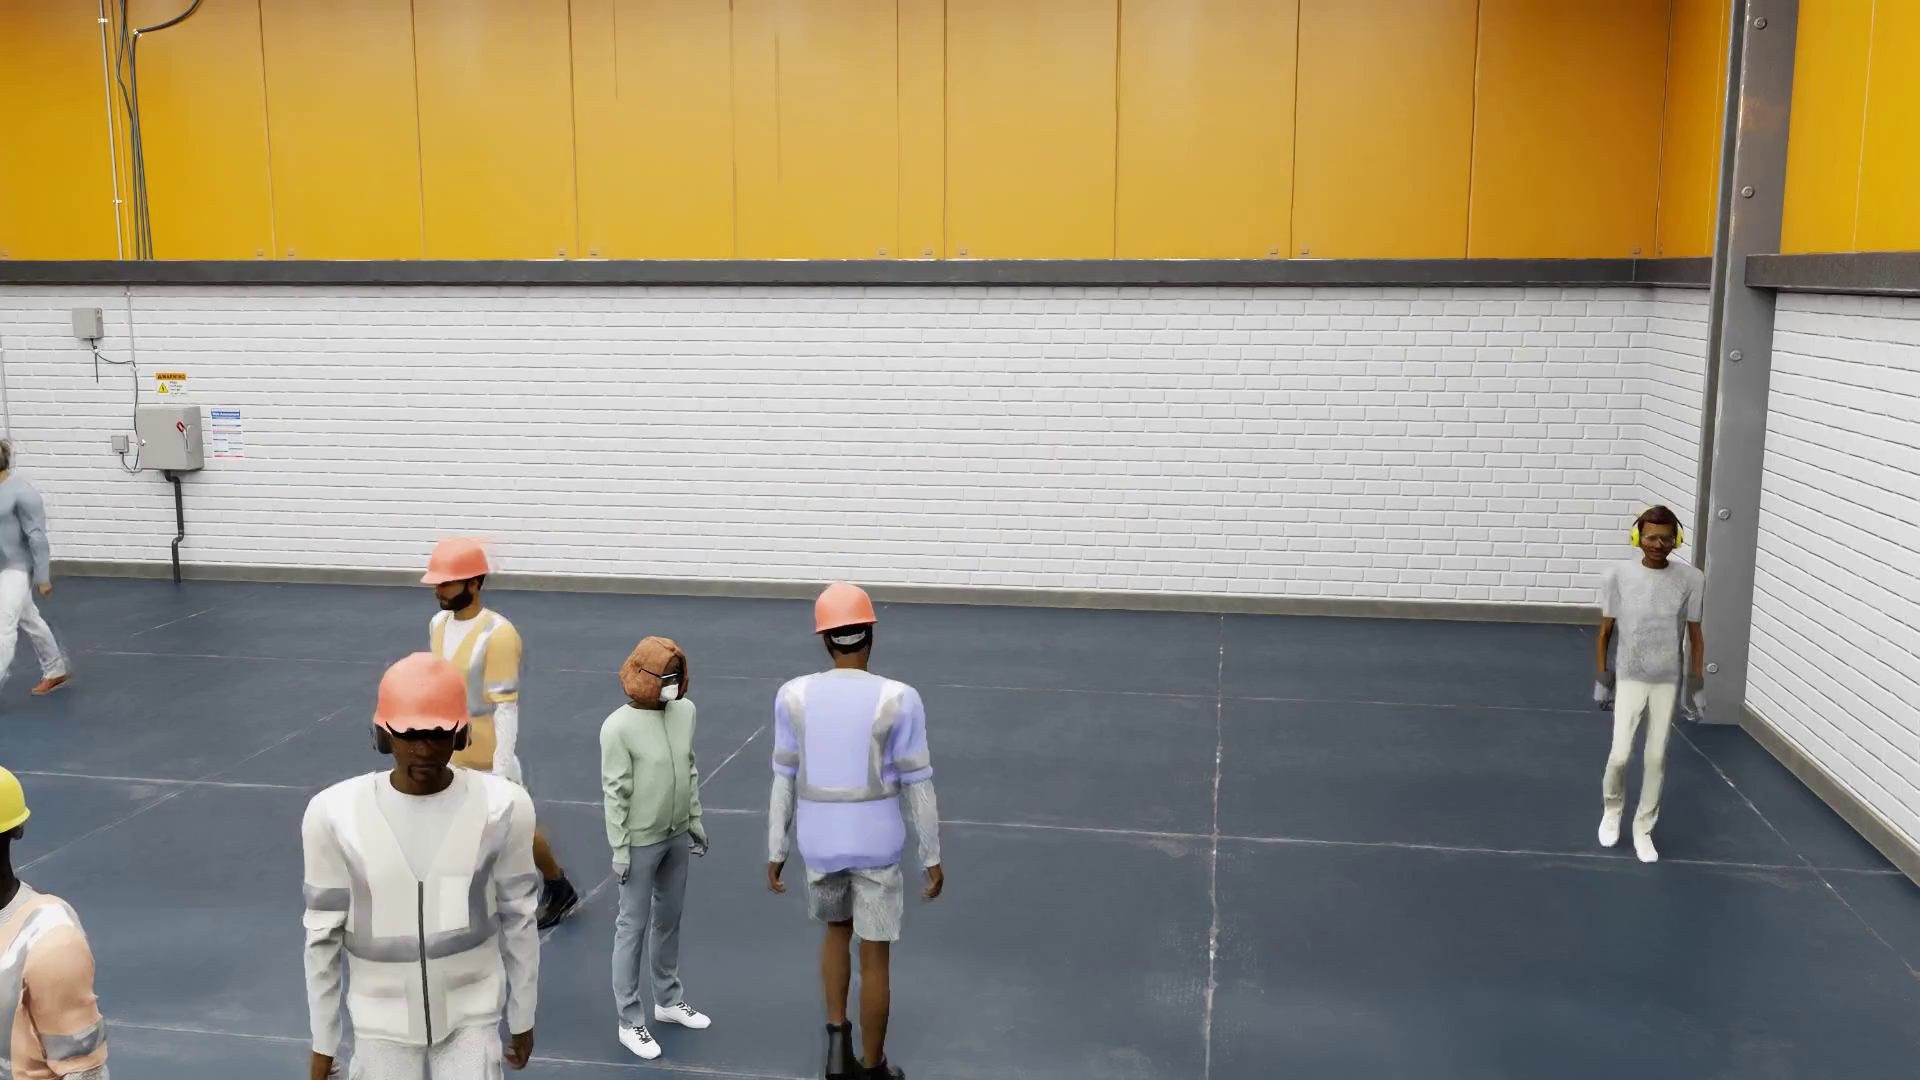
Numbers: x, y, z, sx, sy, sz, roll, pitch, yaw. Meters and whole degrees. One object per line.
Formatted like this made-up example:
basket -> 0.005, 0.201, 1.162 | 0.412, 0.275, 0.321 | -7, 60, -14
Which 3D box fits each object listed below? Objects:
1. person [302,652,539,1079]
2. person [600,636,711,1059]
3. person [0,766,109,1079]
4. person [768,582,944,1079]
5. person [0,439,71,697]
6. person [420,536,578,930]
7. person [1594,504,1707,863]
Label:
person -> -1.475, 1.283, 4.622 | 0.623, 2.031, 0.669 | -3, 10, -17
person -> -1.186, 1.174, 6.509 | 0.286, 1.633, 0.498 | 6, 11, 32
person -> -2.252, 1.445, 3.936 | 0.594, 1.925, 0.377 | 6, 11, 34
person -> -0.374, 1.111, 6.057 | 0.653, 1.901, 0.496 | 2, 9, 13
person -> -6.645, 0.233, 11.529 | 0.629, 1.891, 1.033 | 4, 10, 25
person -> -2.110, 0.904, 7.385 | 0.557, 1.899, 0.971 | 6, 11, 34
person -> 3.551, 0.742, 8.519 | 0.519, 1.855, 0.381 | 2, 9, 11
